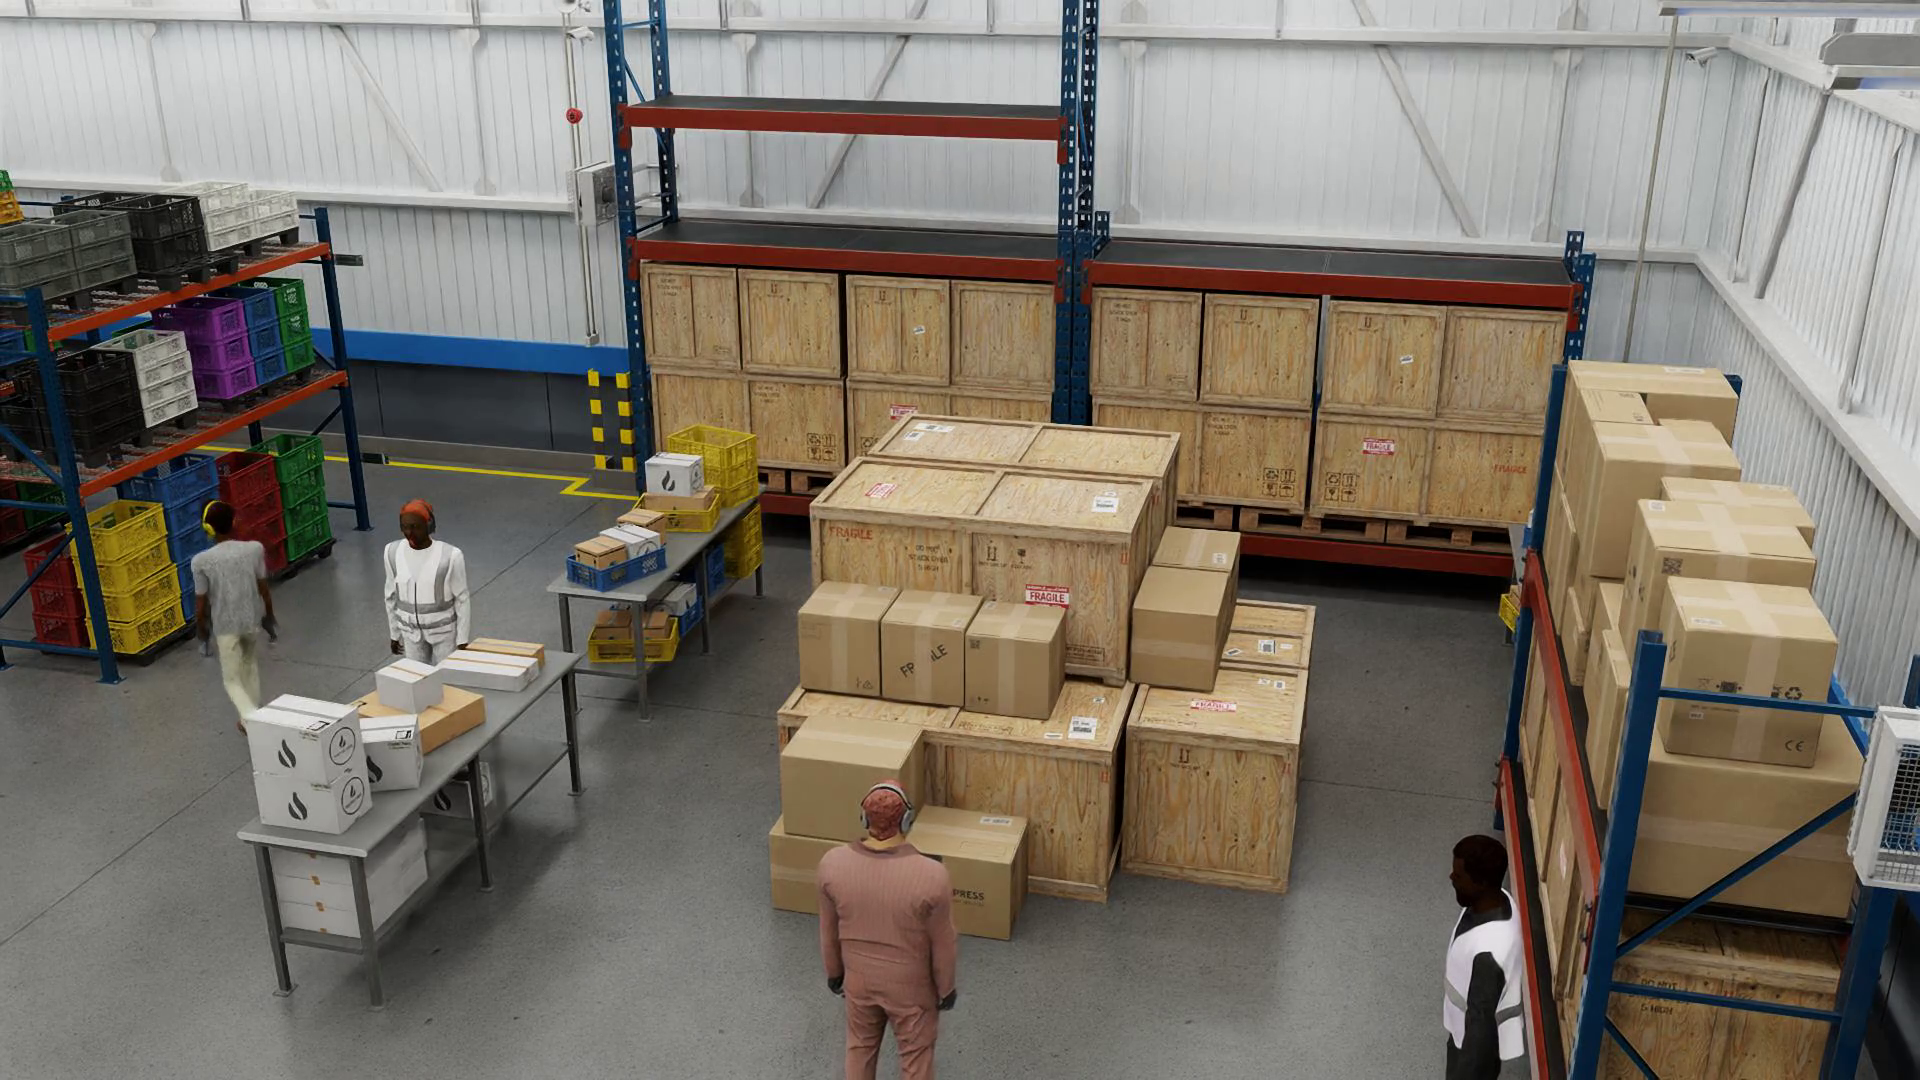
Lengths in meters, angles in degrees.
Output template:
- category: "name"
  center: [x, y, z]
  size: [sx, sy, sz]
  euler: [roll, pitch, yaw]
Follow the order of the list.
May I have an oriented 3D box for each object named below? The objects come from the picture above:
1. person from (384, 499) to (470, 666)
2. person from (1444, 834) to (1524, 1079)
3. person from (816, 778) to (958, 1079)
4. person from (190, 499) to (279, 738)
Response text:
- category: "person"
  center: [-3.550, 0.626, 11.126]
  size: [0.574, 1.885, 0.355]
  euler: [3, 21, 7]
- category: "person"
  center: [2.215, 2.132, 7.160]
  size: [0.405, 1.906, 0.604]
  euler: [6, 22, 15]
- category: "person"
  center: [-0.317, 1.965, 7.612]
  size: [0.649, 1.900, 0.401]
  euler: [7, 22, 18]
- category: "person"
  center: [-4.881, 0.600, 11.266]
  size: [0.539, 1.838, 0.803]
  euler: [-20, 28, -41]
